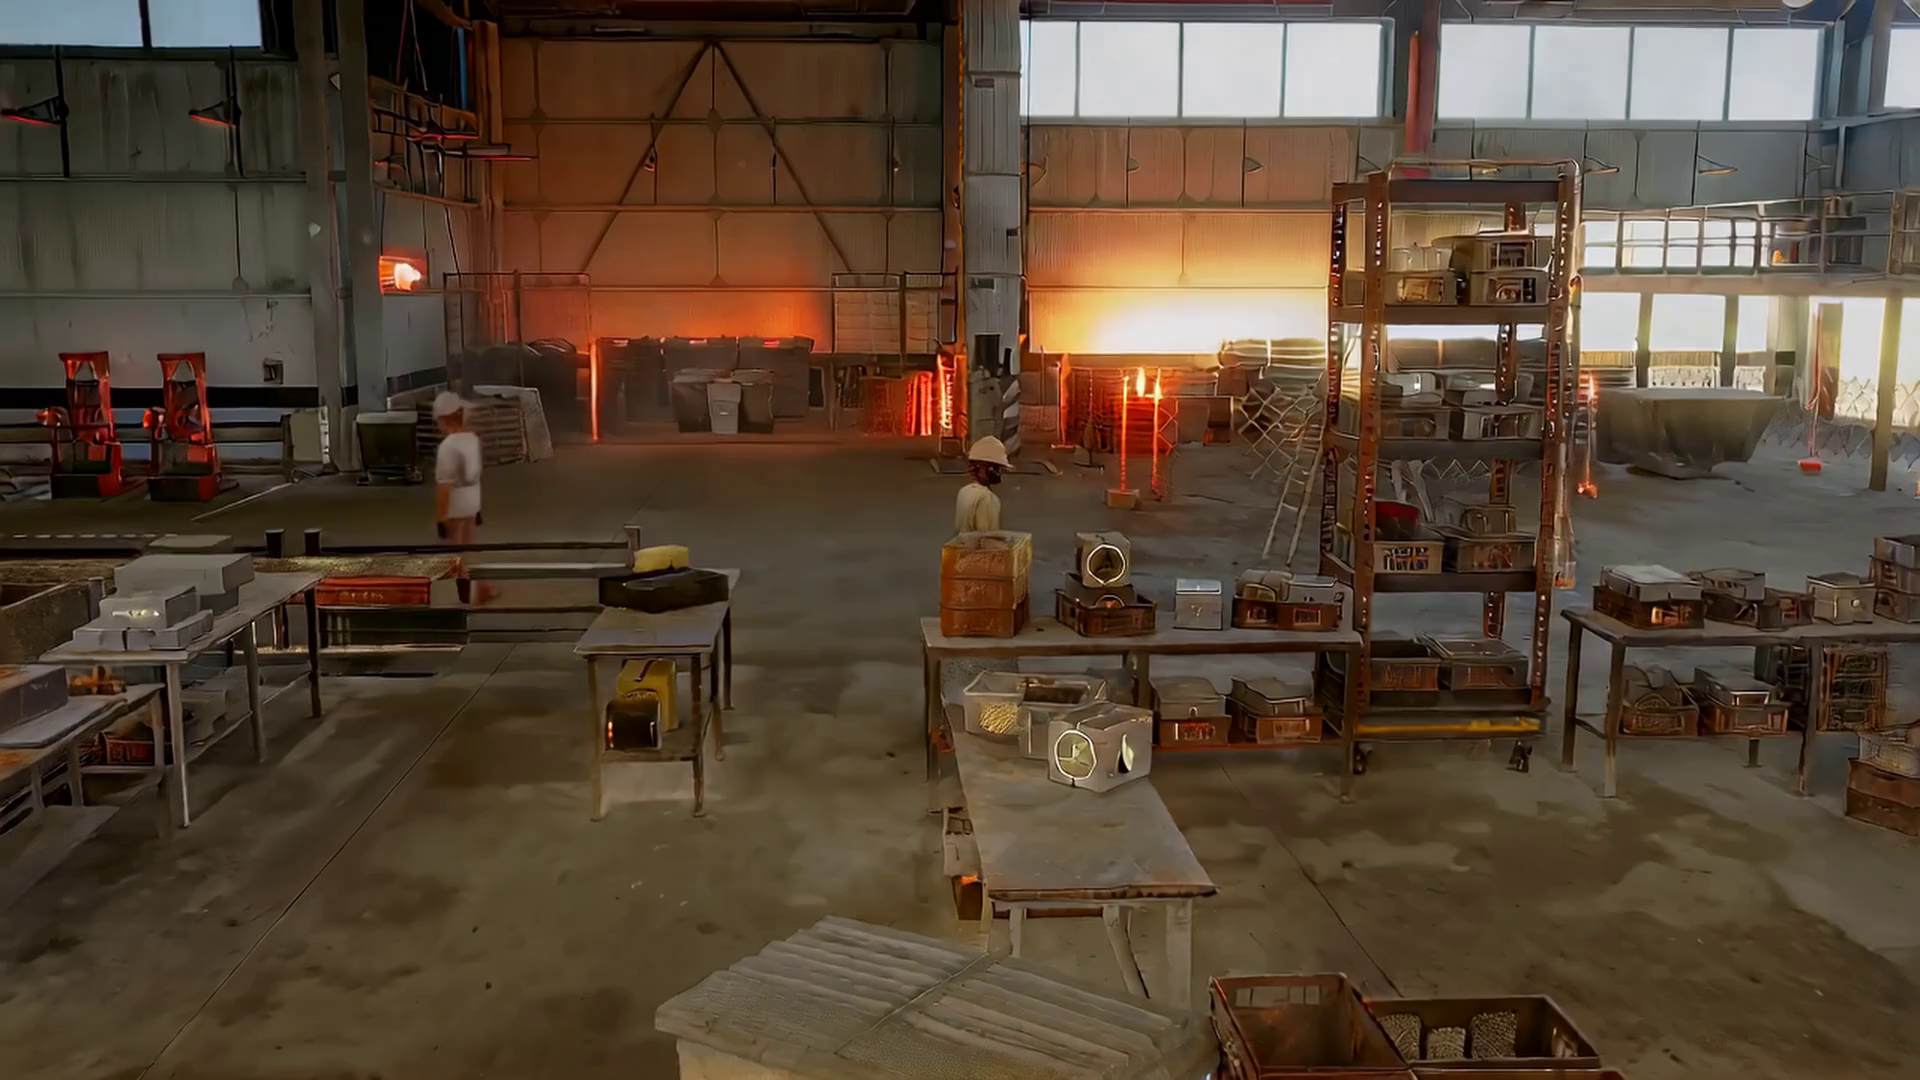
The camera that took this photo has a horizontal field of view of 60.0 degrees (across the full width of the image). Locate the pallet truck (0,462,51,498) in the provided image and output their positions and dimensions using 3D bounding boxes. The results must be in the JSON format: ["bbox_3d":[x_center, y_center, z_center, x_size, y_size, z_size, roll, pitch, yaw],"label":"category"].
[{"bbox_3d":[-13.193,-1.293,23.148,0.653,1.274,1.630,-1,9,-4],"label":"pallet truck"}]

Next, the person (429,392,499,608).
[{"bbox_3d":[-4.368,-0.272,14.457,0.423,2.026,0.642,2,9,12],"label":"person"}]

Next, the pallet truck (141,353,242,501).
[{"bbox_3d":[-10.520,-1.604,22.925,0.823,1.965,1.885,-1,9,-6],"label":"pallet truck"}]

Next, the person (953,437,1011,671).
[{"bbox_3d":[0.167,0.257,11.456,0.374,1.928,0.542,-4,10,-24],"label":"person"}]

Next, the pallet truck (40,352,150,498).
[{"bbox_3d":[-11.907,-1.642,23.165,0.823,1.965,1.885,0,9,0],"label":"pallet truck"}]
